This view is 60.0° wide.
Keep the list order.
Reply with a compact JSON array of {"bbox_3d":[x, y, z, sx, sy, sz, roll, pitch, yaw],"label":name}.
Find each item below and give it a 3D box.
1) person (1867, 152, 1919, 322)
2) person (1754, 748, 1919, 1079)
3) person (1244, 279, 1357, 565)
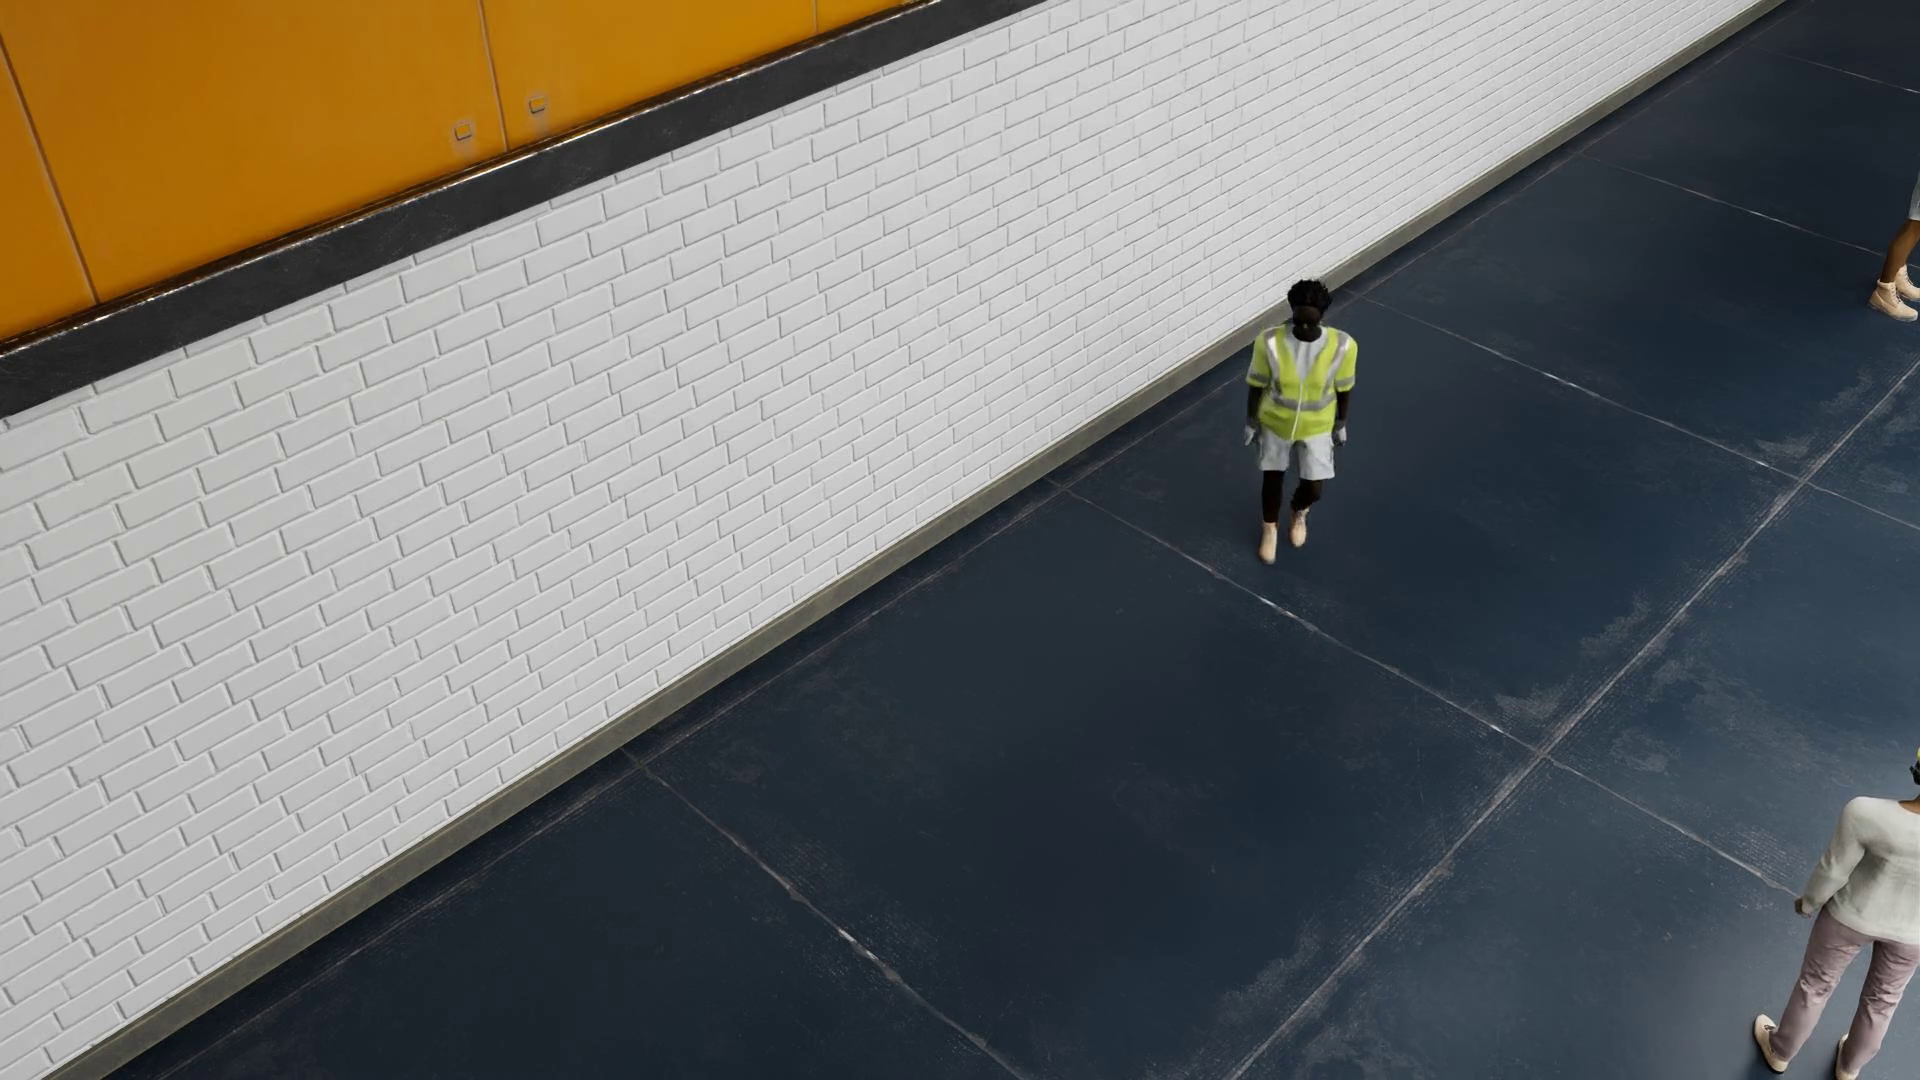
[{"bbox_3d":[6.242,-2.375,10.471,0.371,2.043,0.604,27,46,30],"label":"person"},{"bbox_3d":[3.328,1.347,6.036,0.523,1.769,0.321,12,40,15],"label":"person"},{"bbox_3d":[1.708,-0.581,8.512,0.549,1.675,0.388,7,39,9],"label":"person"}]
